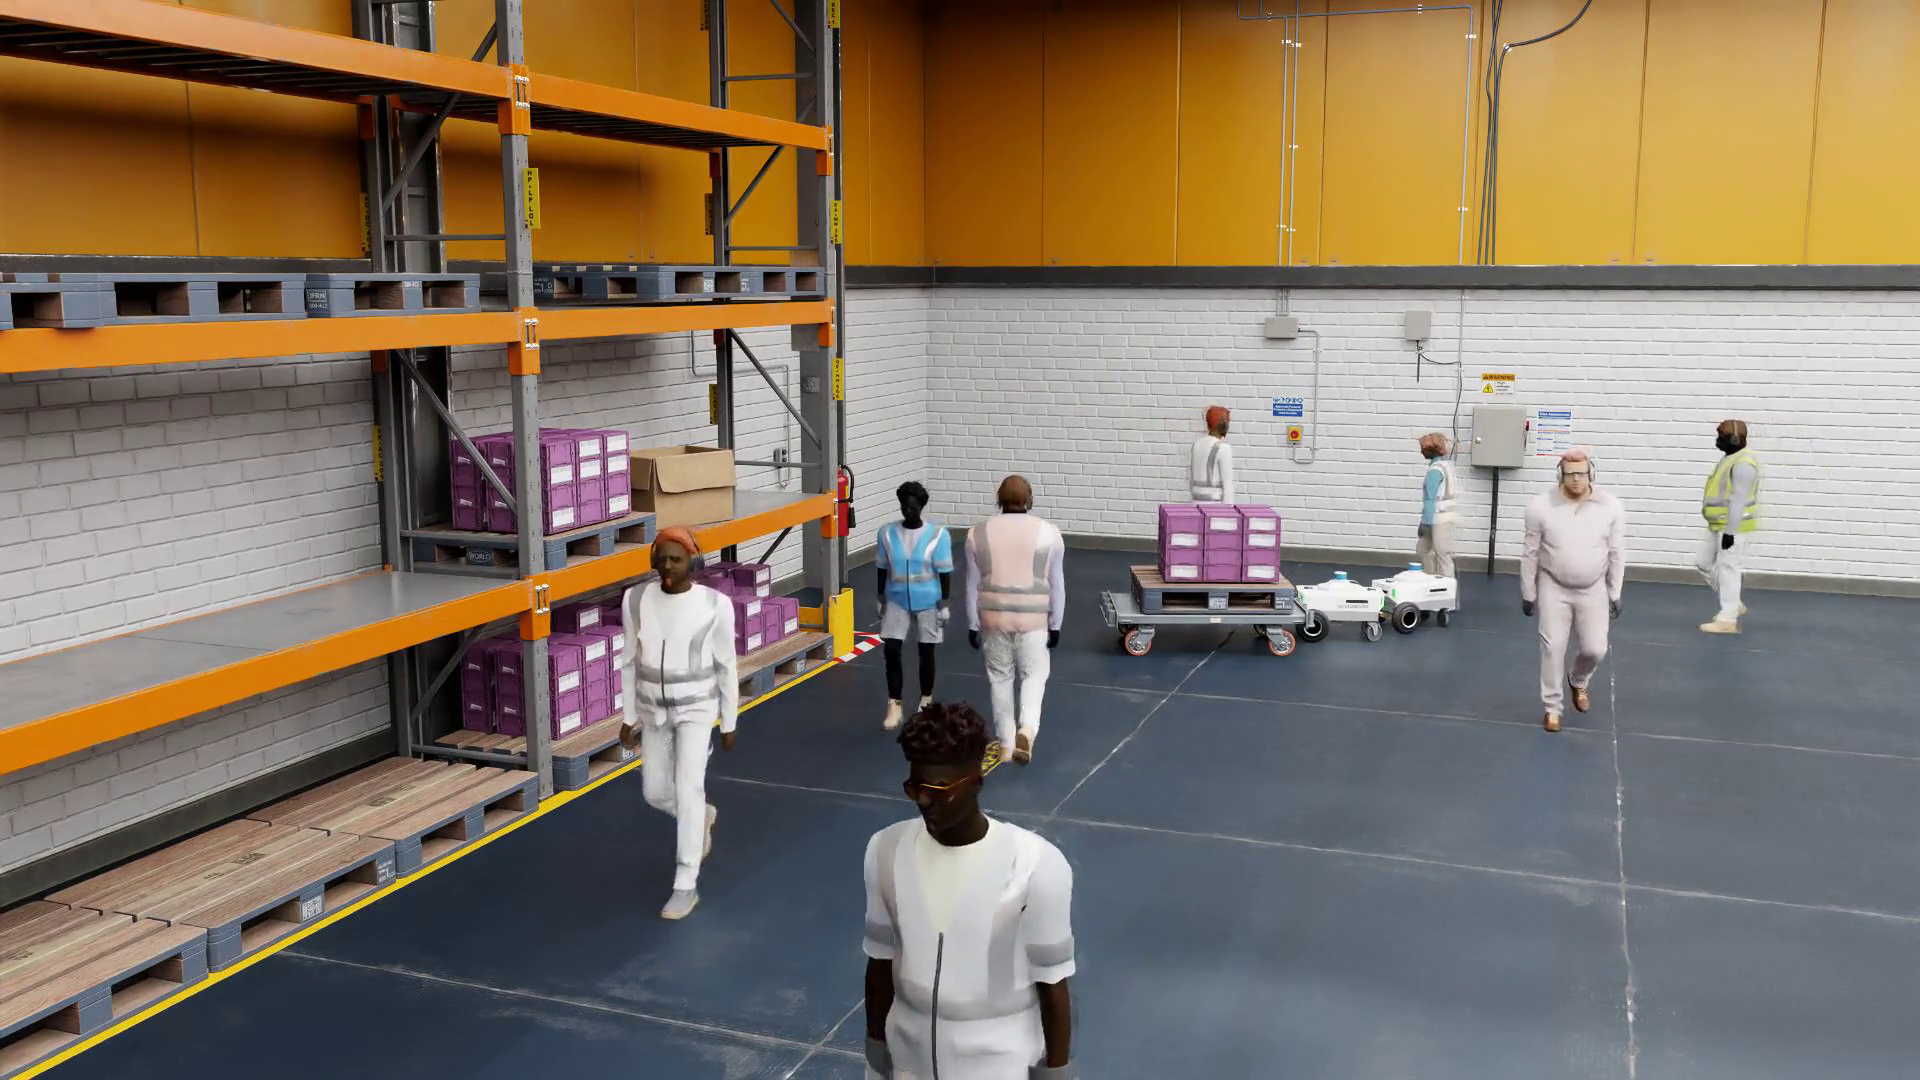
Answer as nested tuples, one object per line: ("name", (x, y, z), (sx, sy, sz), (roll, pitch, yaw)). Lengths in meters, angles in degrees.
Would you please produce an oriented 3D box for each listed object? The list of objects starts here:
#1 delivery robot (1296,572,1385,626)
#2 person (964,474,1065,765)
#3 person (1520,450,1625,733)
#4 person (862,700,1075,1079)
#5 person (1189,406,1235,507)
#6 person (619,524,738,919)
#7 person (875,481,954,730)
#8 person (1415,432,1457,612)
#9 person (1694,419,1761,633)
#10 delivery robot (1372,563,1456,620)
("delivery robot", (3.171, 0.508, 13.882), (0.707, 0.478, 0.477), (1, 9, 7))
("person", (0.327, 0.511, 10.216), (0.621, 1.825, 0.633), (1, 9, 6))
("person", (4.082, 0.327, 11.133), (0.664, 1.890, 0.519), (2, 9, 12))
("person", (0.012, 1.368, 4.416), (0.632, 1.942, 0.459), (4, 10, 26))
("person", (2.228, -0.278, 15.003), (0.546, 1.871, 0.591), (-4, 10, -23))
("person", (-1.328, 0.827, 8.062), (0.571, 1.866, 0.701), (2, 9, 15))
("person", (-0.327, 0.442, 11.063), (0.554, 1.667, 0.652), (2, 9, 12))
("person", (4.284, -0.163, 15.025), (0.509, 1.615, 0.566), (3, 10, 20))
("person", (6.507, -0.112, 14.096), (0.445, 1.831, 0.631), (2, 9, 9))
("delivery robot", (3.909, 0.441, 14.306), (0.707, 0.478, 0.477), (-4, 10, -23))
